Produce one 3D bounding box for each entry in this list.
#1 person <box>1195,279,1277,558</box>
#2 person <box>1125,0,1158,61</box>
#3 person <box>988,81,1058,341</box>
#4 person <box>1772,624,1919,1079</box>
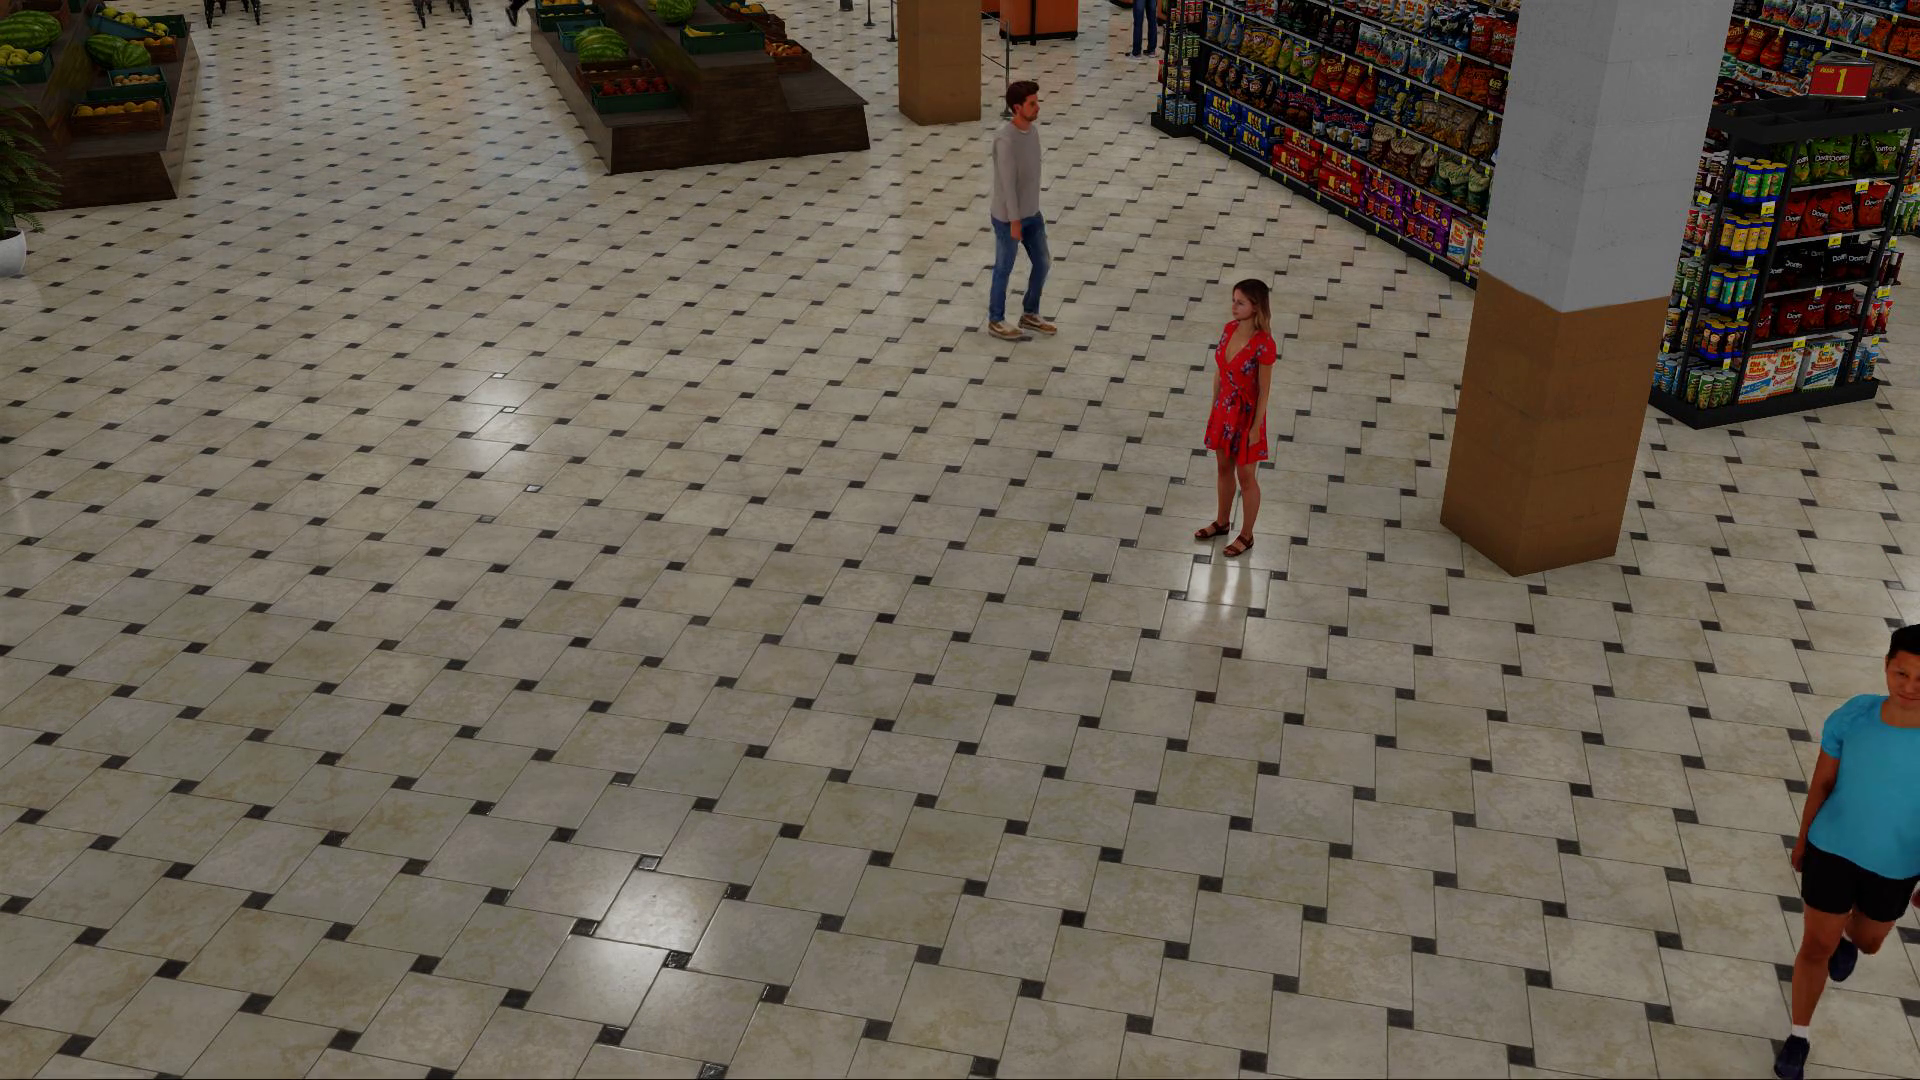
[{"bbox_3d":[1.553,-0.683,9.182,0.674,1.593,0.544,-17,33,-28],"label":"person"},{"bbox_3d":[2.239,-6.622,20.094,0.566,1.560,0.573,-16,32,-27],"label":"person"},{"bbox_3d":[0.324,-2.349,11.930,0.887,1.884,0.831,19,34,31],"label":"person"},{"bbox_3d":[3.187,1.059,5.827,1.085,1.751,1.094,17,33,28],"label":"person"}]
